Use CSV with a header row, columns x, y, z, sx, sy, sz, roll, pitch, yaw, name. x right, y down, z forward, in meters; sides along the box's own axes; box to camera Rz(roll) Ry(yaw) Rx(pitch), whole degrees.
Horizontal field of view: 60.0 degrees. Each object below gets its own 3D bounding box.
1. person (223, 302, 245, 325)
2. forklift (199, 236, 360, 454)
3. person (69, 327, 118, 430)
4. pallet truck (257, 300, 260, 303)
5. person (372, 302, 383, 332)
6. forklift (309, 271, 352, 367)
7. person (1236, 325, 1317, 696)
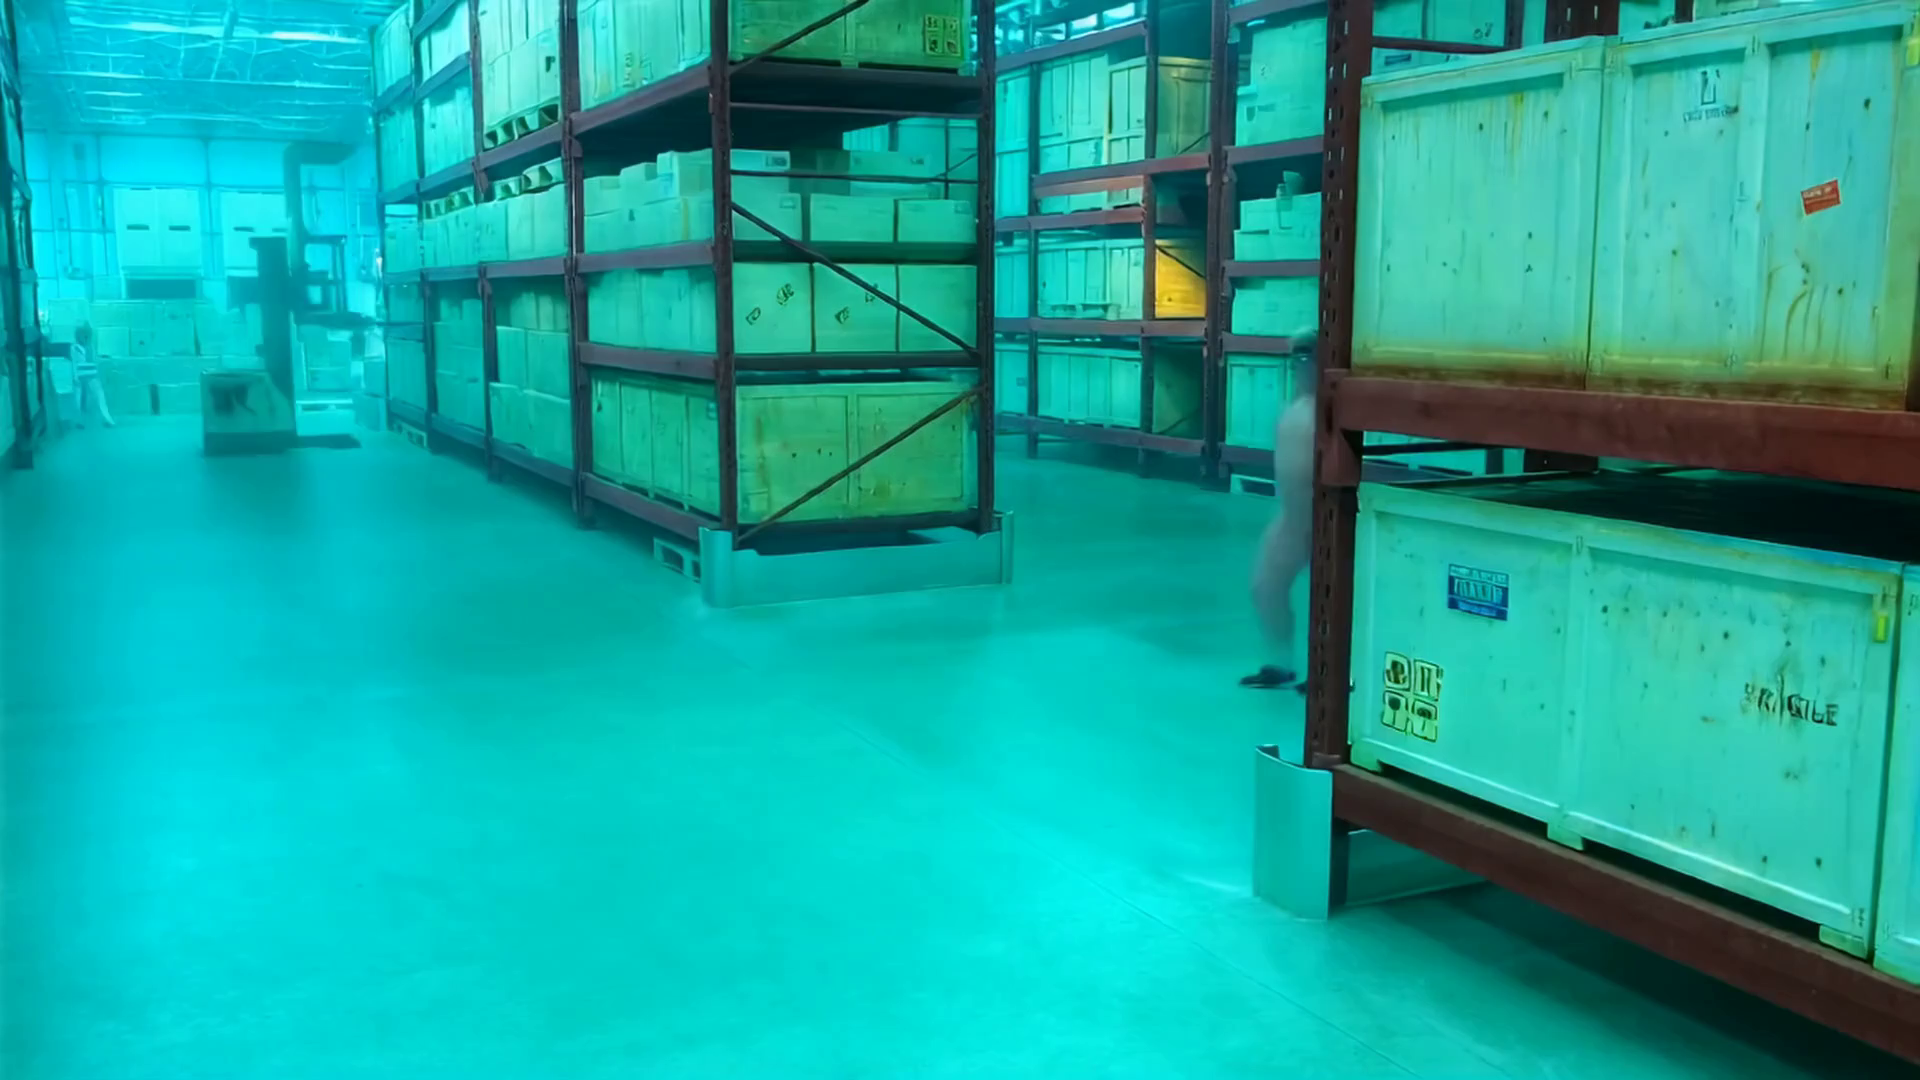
x,y,z,sx,sy,sz,roll,pitch,yaw,name
-20.627,-5.802,47.356,0.639,1.932,0.364,-3,9,-18,person
-9.043,-2.591,21.954,1.873,2.768,1.129,-4,9,-26,forklift
-13.388,-2.464,25.511,0.878,1.580,0.528,4,9,26,person
-23.913,-7.404,58.171,1.885,1.965,0.823,-1,8,-9,pallet truck
-14.528,-4.991,41.736,0.361,1.940,0.543,0,8,-2,person
-18.442,-6.309,47.594,1.873,2.768,1.129,6,10,36,forklift
1.693,-0.132,8.394,0.689,1.883,0.680,-3,9,-19,person
